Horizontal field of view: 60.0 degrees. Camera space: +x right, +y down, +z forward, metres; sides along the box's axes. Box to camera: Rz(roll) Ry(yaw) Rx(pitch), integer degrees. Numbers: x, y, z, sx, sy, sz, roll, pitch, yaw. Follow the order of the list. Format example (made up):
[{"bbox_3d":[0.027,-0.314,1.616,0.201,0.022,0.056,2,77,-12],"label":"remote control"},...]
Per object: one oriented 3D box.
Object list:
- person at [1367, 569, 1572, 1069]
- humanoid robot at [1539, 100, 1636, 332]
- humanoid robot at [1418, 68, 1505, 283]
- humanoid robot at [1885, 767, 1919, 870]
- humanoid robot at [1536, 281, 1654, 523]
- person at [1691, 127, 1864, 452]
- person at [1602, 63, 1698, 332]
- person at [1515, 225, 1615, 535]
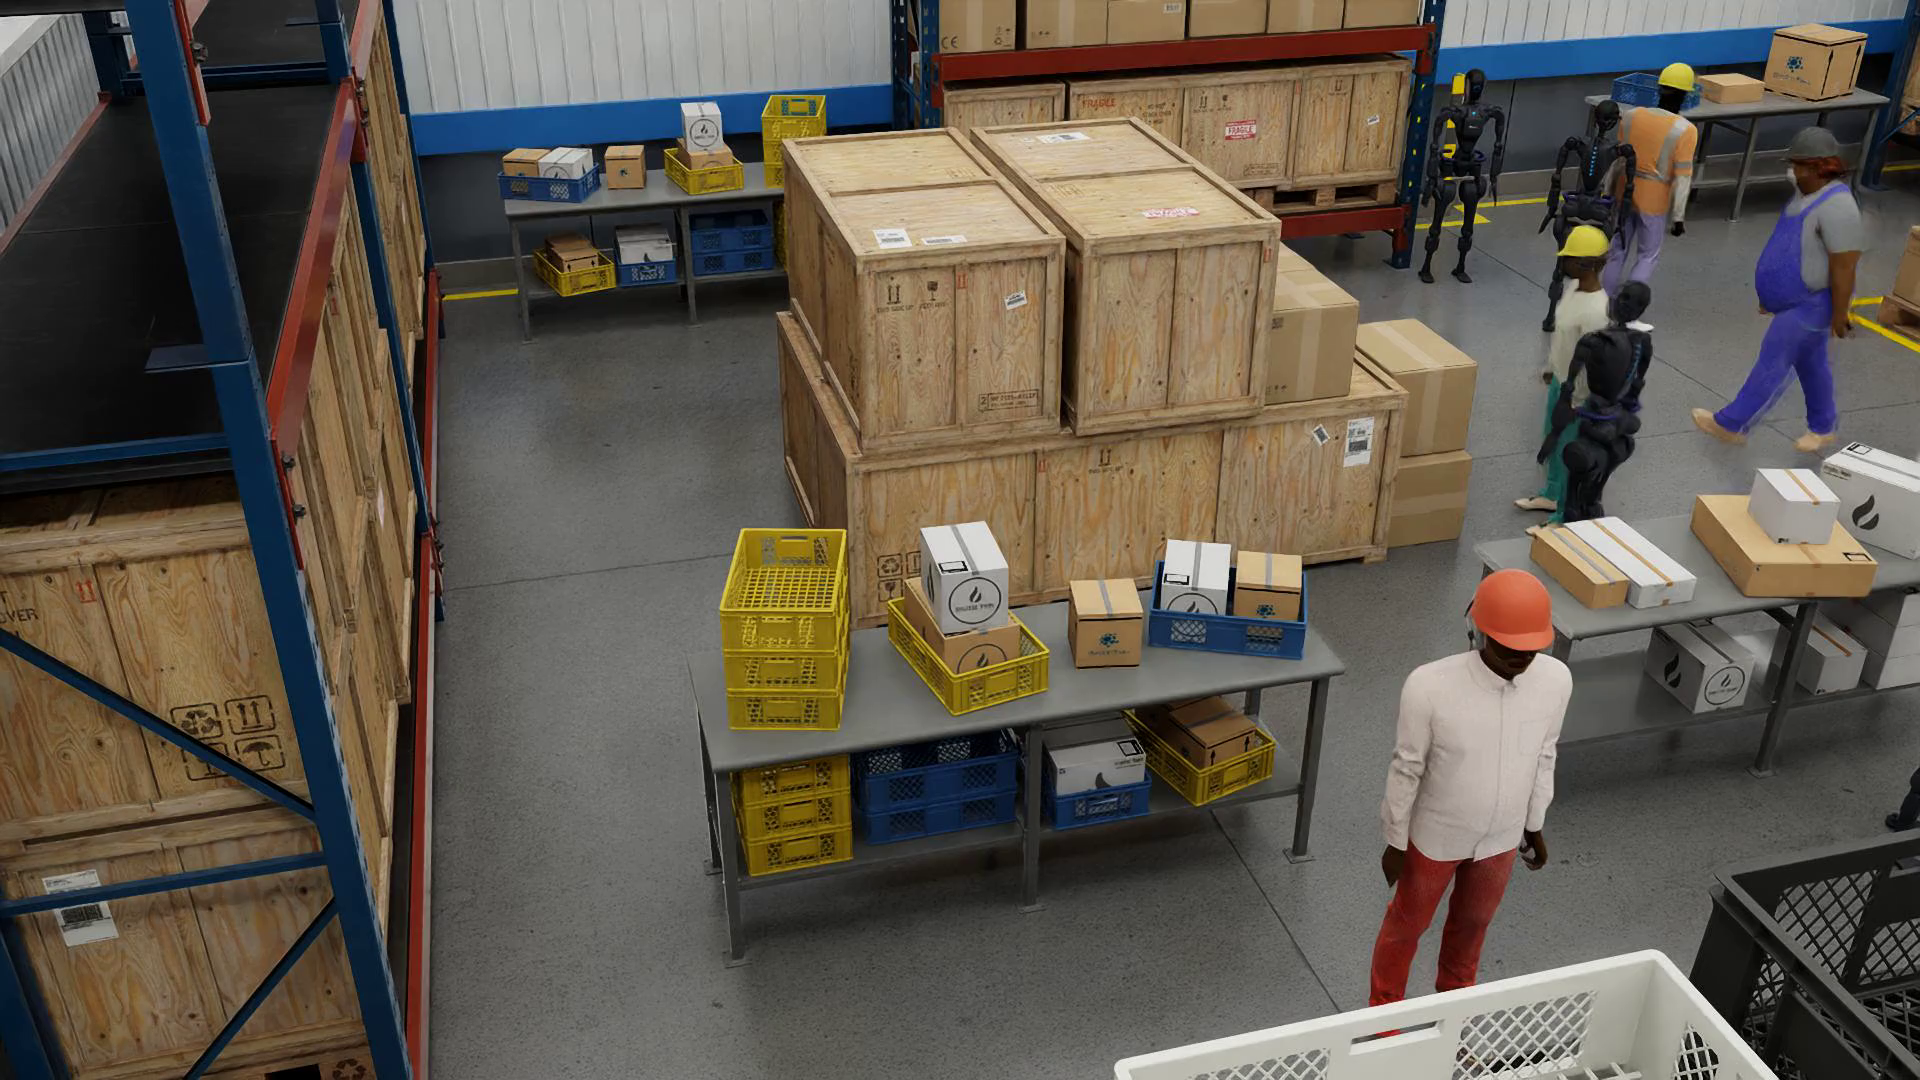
[{"bbox_3d":[1.696,0.970,5.567,0.609,1.995,0.375,-6,29,-11],"label":"person"},{"bbox_3d":[4.432,-2.283,11.785,0.606,1.657,0.321,15,32,25],"label":"humanoid robot"},{"bbox_3d":[3.816,-2.761,12.665,0.569,1.648,0.345,0,29,1],"label":"humanoid robot"},{"bbox_3d":[4.026,0.570,6.608,0.308,1.657,0.614,25,37,37],"label":"humanoid robot"},{"bbox_3d":[3.326,-0.540,8.669,0.610,1.647,0.367,-18,33,-29],"label":"humanoid robot"},{"bbox_3d":[5.090,-1.516,10.035,0.856,2.000,0.718,8,30,15],"label":"person"},{"bbox_3d":[4.883,-2.411,11.811,0.434,1.902,0.613,-21,35,-34],"label":"person"},{"bbox_3d":[3.345,-0.868,9.143,0.331,1.763,0.546,3,29,6],"label":"person"}]
